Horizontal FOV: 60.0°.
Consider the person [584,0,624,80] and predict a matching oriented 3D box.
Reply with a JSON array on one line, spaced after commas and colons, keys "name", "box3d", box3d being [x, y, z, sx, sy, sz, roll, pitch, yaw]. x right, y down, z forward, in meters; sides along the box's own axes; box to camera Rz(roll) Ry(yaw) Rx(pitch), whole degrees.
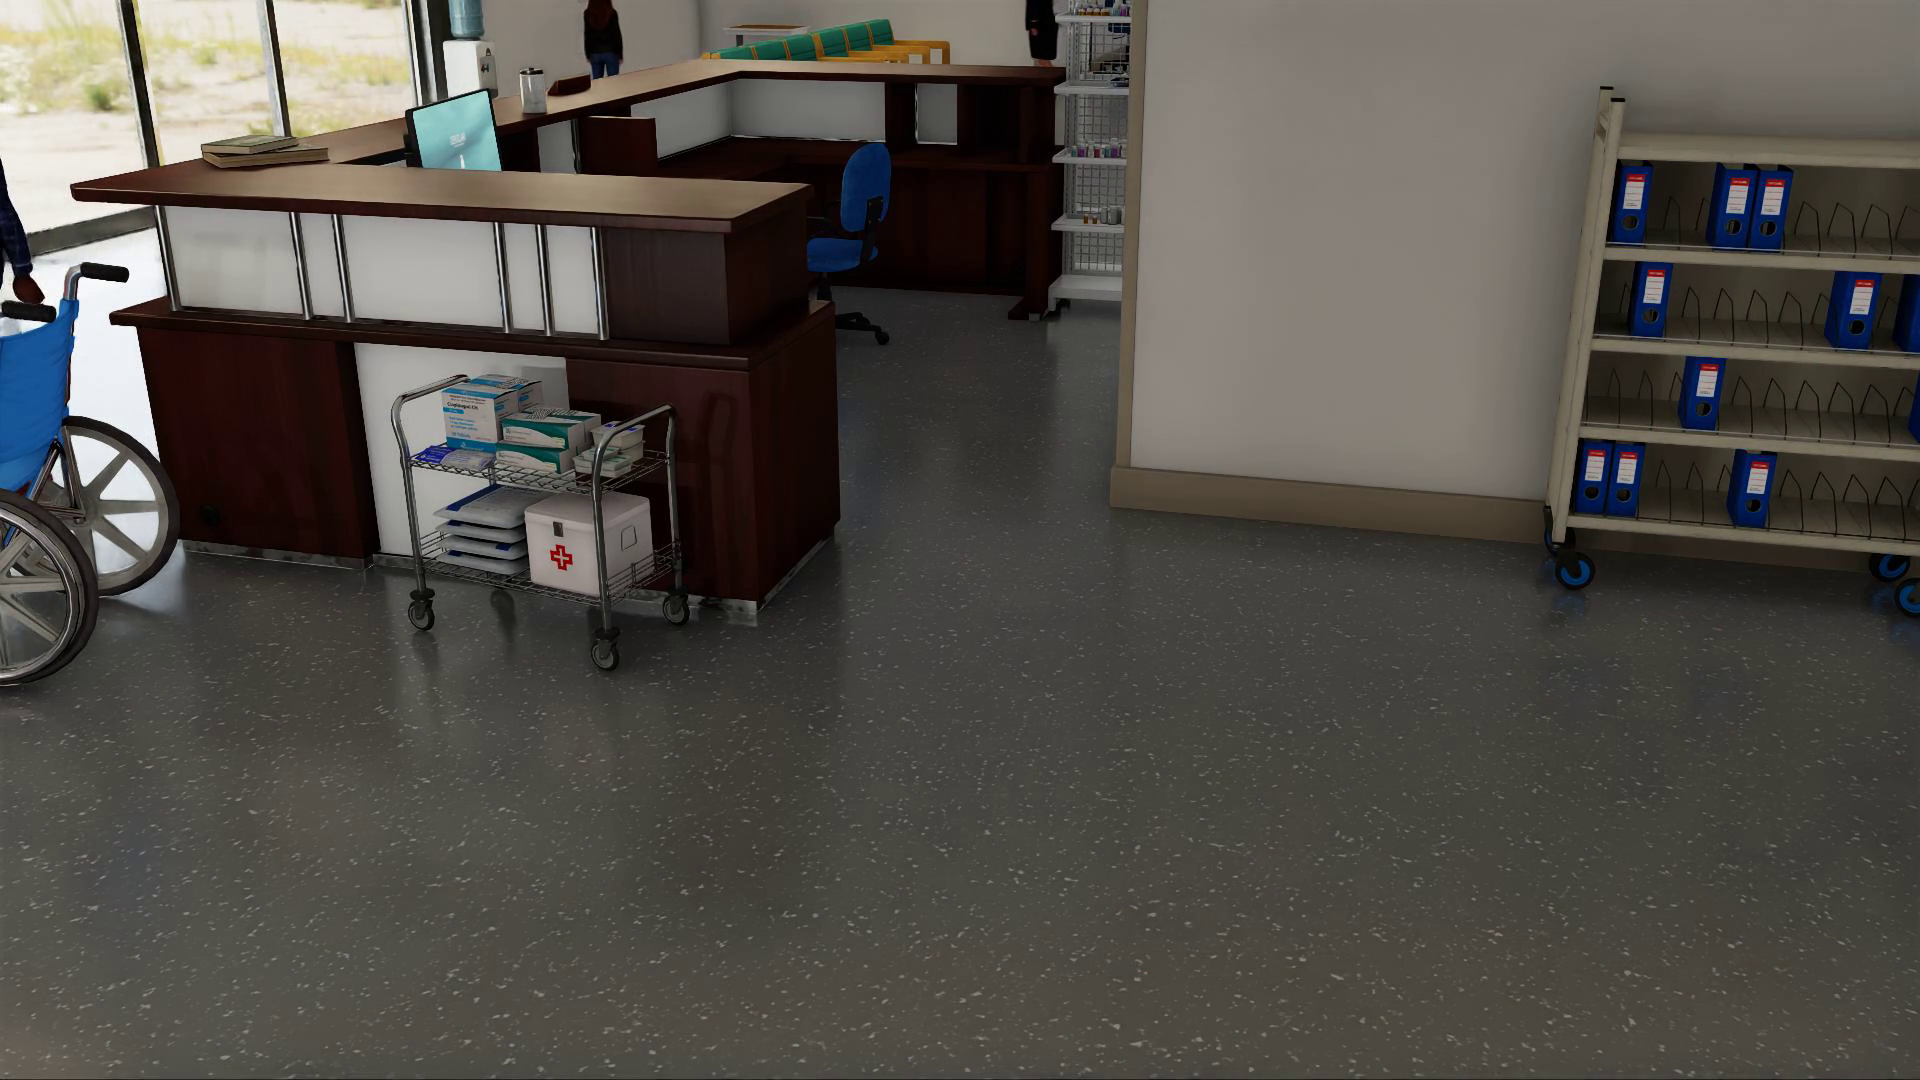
[{"name": "person", "box3d": [-3.834, -5.244, 17.910, 0.510, 1.482, 0.666, 2, 21, 5]}]

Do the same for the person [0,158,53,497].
[{"name": "person", "box3d": [-3.731, -1.011, 6.277, 0.852, 1.805, 0.801, 4, 21, 10]}]

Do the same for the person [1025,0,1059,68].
[{"name": "person", "box3d": [1.002, -6.177, 20.110, 0.612, 1.668, 0.698, 5, 21, 13]}]
